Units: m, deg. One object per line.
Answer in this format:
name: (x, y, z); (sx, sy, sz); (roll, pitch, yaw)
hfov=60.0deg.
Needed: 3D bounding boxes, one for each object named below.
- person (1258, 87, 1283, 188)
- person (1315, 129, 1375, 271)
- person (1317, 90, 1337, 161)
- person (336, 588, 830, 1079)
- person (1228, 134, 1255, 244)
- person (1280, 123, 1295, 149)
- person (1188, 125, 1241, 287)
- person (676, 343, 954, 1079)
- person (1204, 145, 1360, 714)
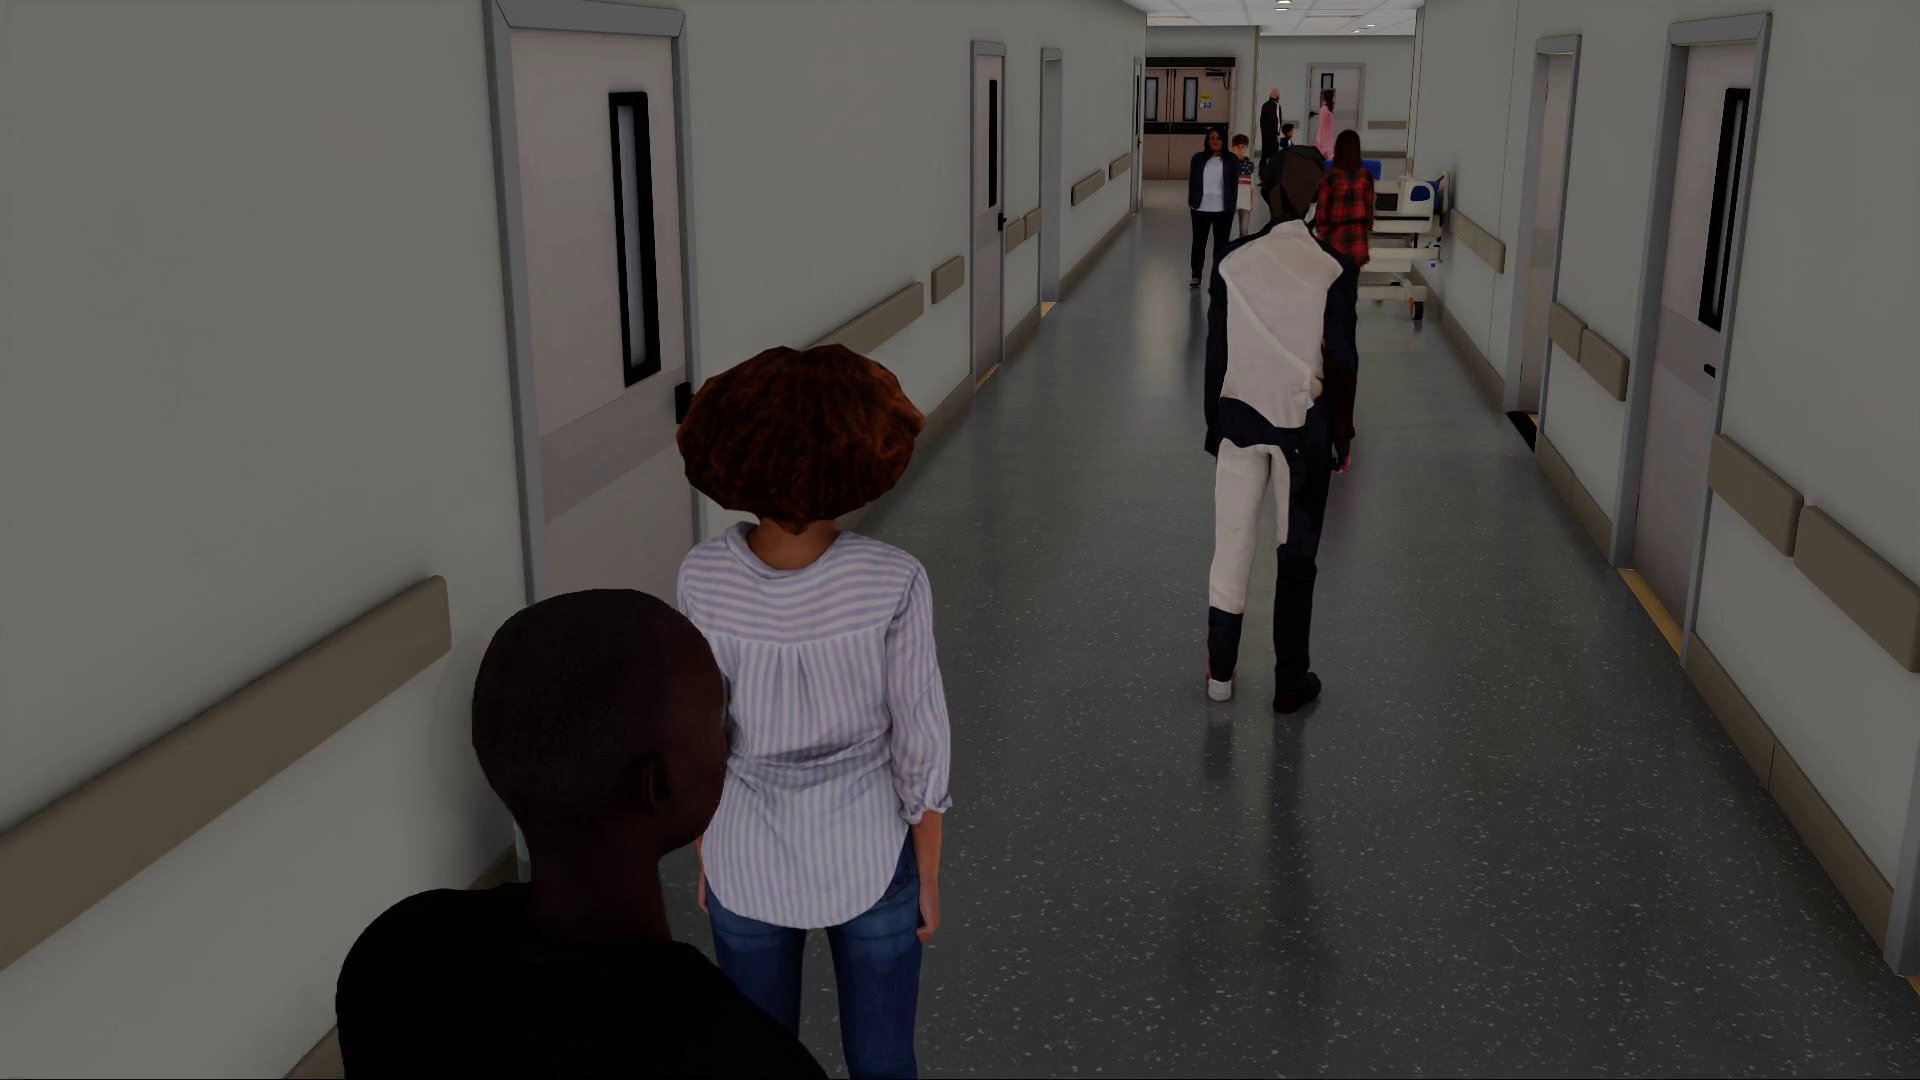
person: (5.819, -7.553, 31.208); (0.786, 1.835, 0.770); (-7, 17, -24)
person: (2.899, -2.215, 12.536); (0.641, 1.693, 0.727); (0, 16, -1)
person: (6.567, -7.258, 30.248); (0.664, 1.787, 0.630); (4, 16, 13)
person: (-0.359, 0.908, 1.350); (0.736, 1.750, 0.850); (10, 19, 31)
person: (3.167, -3.898, 18.971); (0.444, 1.440, 0.605); (0, 16, 1)
person: (5.837, -6.839, 29.804); (0.486, 1.222, 0.525); (1, 16, 4)
person: (2.549, -3.362, 16.778); (0.599, 1.597, 0.731); (2, 16, 6)
person: (-0.253, 0.517, 2.807); (0.520, 1.713, 0.682); (3, 16, 11)
person: (1.057, -0.364, 5.607); (0.622, 1.890, 0.797); (7, 17, 24)
